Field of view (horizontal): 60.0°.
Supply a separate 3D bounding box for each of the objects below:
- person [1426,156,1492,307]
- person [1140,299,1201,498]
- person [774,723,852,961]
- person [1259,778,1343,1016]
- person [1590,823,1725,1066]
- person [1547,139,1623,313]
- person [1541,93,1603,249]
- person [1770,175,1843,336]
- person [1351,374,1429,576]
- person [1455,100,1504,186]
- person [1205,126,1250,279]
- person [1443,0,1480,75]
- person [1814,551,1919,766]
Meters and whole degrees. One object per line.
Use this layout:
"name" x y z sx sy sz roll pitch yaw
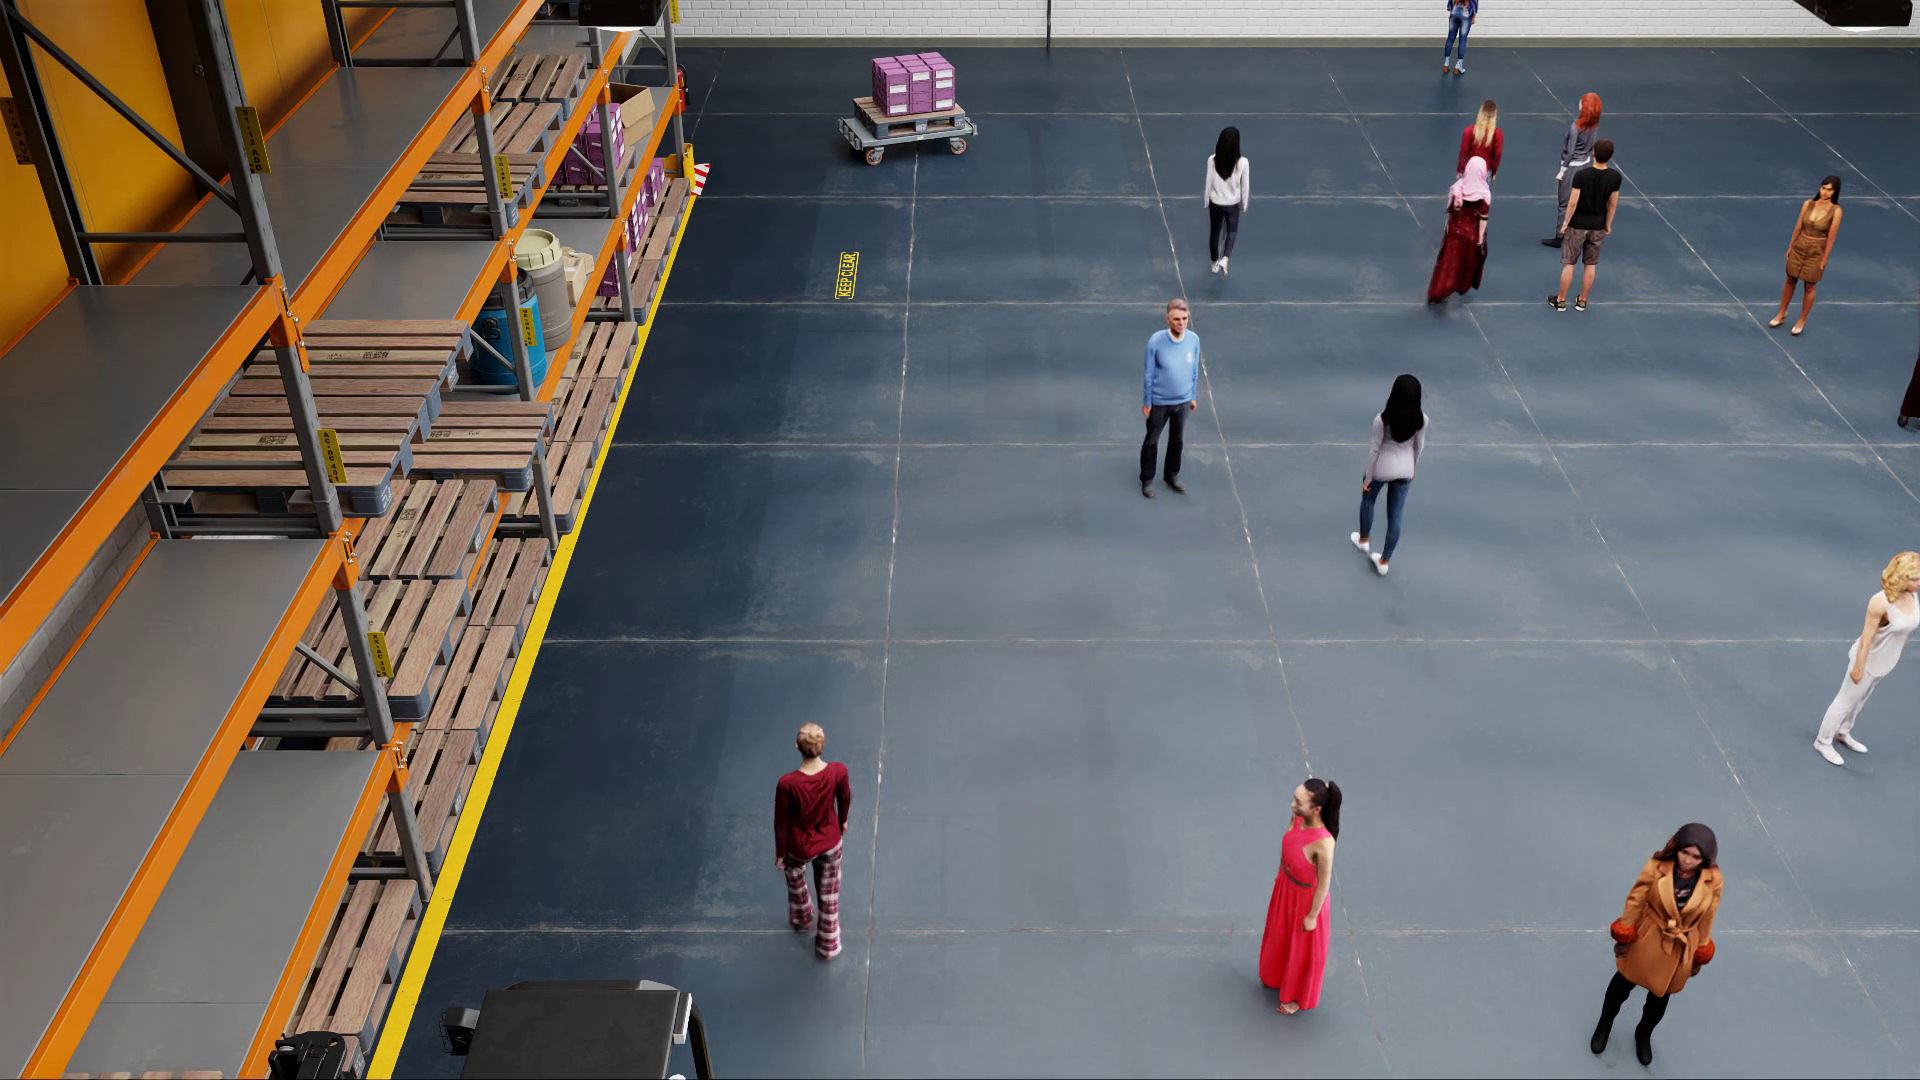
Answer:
"person" 5.245 -3.195 17.400 1.015 1.605 1.143 22 40 30
"person" 1.796 -1.245 14.273 0.711 1.820 0.657 -8 35 -12
"person" -0.840 1.813 9.792 0.800 1.686 0.863 -12 35 -17
"person" 1.940 2.020 9.445 0.740 1.725 0.603 -10 35 -14
"person" 3.851 2.221 9.147 0.765 1.722 0.713 11 35 15
"person" 6.511 -3.268 17.279 0.663 1.862 0.569 1 34 1
"person" 6.912 -4.165 18.701 0.655 1.780 0.685 -22 39 -29
"person" 8.632 -2.907 16.895 0.701 1.685 0.617 -23 40 -30
"person" 3.454 -0.473 13.202 0.667 1.719 0.799 -2 34 -4
"person" 5.836 -4.133 18.803 0.689 1.615 0.805 5 34 8
"person" 2.844 -3.609 17.949 0.752 1.687 0.949 8 34 12
"person" 7.213 -7.536 23.930 0.695 1.607 0.743 26 41 33
"person" 6.241 0.780 11.362 0.689 1.669 0.706 -19 38 -26
